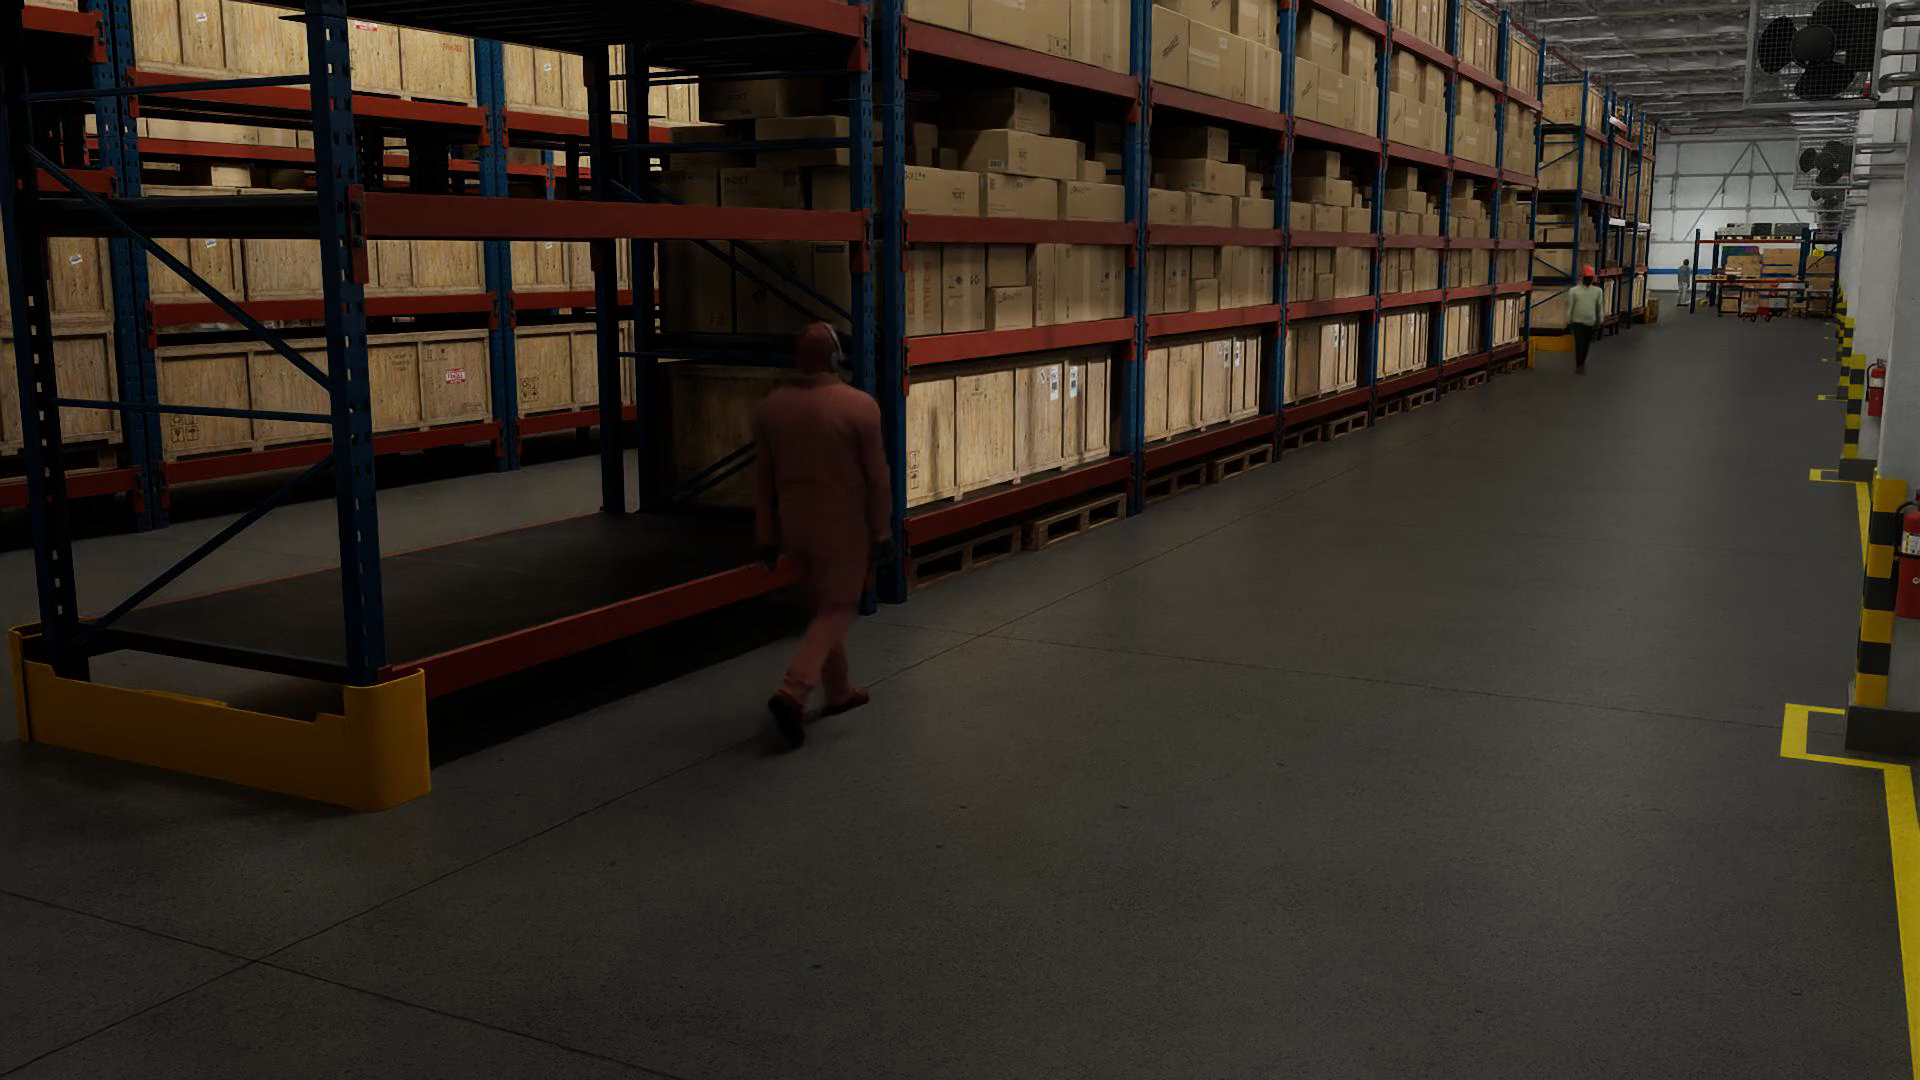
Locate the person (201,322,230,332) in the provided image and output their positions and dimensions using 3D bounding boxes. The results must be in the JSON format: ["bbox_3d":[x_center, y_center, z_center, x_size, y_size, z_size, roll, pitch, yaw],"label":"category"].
[{"bbox_3d":[-8.413,-1.955,19.050,0.501,1.701,0.867,6,11,30],"label":"person"}]

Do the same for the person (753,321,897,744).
[{"bbox_3d":[-0.645,-0.050,7.550,0.637,1.879,0.882,6,11,30],"label":"person"}]

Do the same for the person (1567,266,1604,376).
[{"bbox_3d":[11.178,-3.923,29.767,0.615,1.958,0.973,2,10,10],"label":"person"}]

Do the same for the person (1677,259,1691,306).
[{"bbox_3d":[29.473,-10.472,67.734,0.370,1.932,0.630,-4,11,-21],"label":"person"}]
